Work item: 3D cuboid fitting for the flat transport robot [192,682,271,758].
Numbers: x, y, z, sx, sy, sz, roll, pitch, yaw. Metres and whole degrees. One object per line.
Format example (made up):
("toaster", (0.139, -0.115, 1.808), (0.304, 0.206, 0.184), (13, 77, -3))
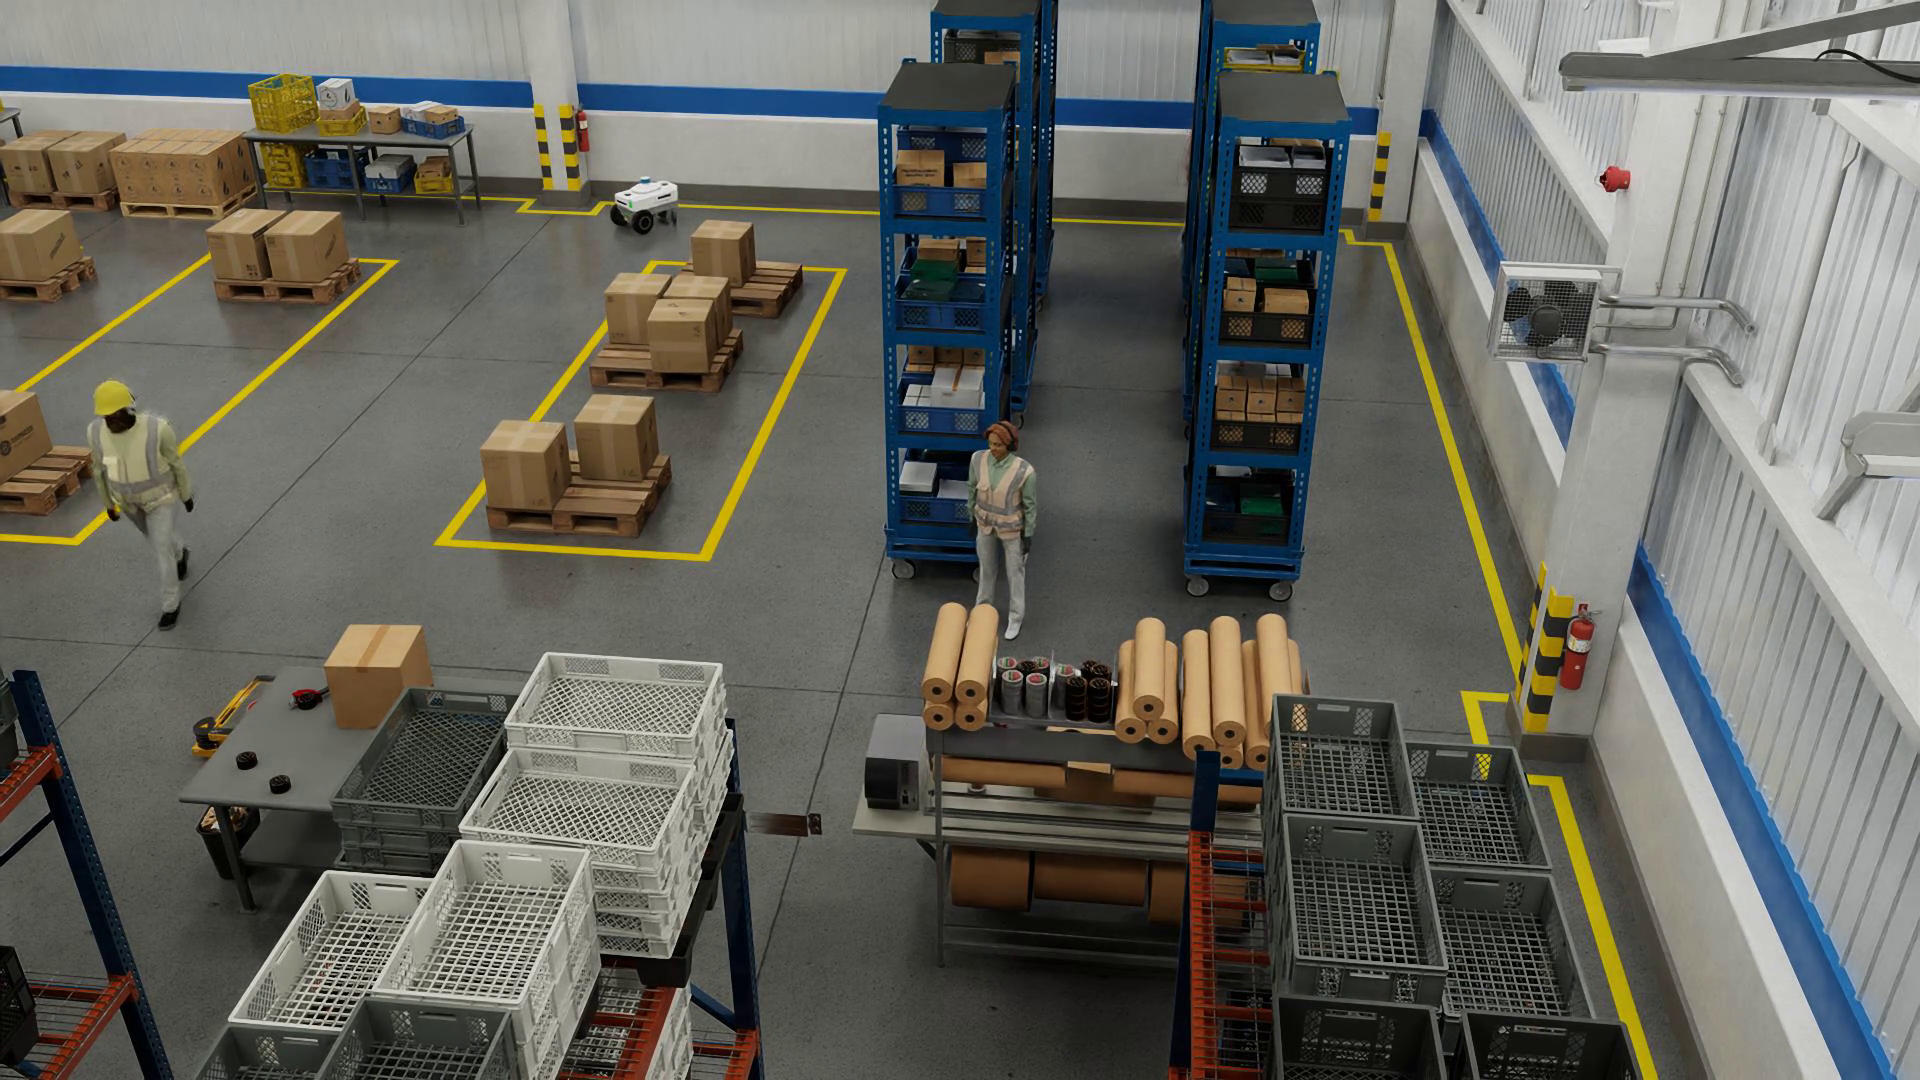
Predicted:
("flat transport robot", (-4.089, 1.163, 10.648), (1.431, 0.197, 0.652), (3, 30, 6))

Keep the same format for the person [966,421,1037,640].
("person", (0.285, -0.077, 11.424), (0.515, 1.641, 0.315), (16, 34, 26))

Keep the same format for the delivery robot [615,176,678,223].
("delivery robot", (-3.573, -3.903, 18.981), (0.477, 0.478, 0.707), (26, 39, 37))

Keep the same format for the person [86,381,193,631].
("person", (-5.753, -0.355, 11.763), (0.592, 1.793, 0.923), (-2, 30, -3))

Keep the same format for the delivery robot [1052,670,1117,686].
("delivery robot", (0.865, 1.040, 10.490), (0.707, 0.478, 0.477), (19, 35, 29))
